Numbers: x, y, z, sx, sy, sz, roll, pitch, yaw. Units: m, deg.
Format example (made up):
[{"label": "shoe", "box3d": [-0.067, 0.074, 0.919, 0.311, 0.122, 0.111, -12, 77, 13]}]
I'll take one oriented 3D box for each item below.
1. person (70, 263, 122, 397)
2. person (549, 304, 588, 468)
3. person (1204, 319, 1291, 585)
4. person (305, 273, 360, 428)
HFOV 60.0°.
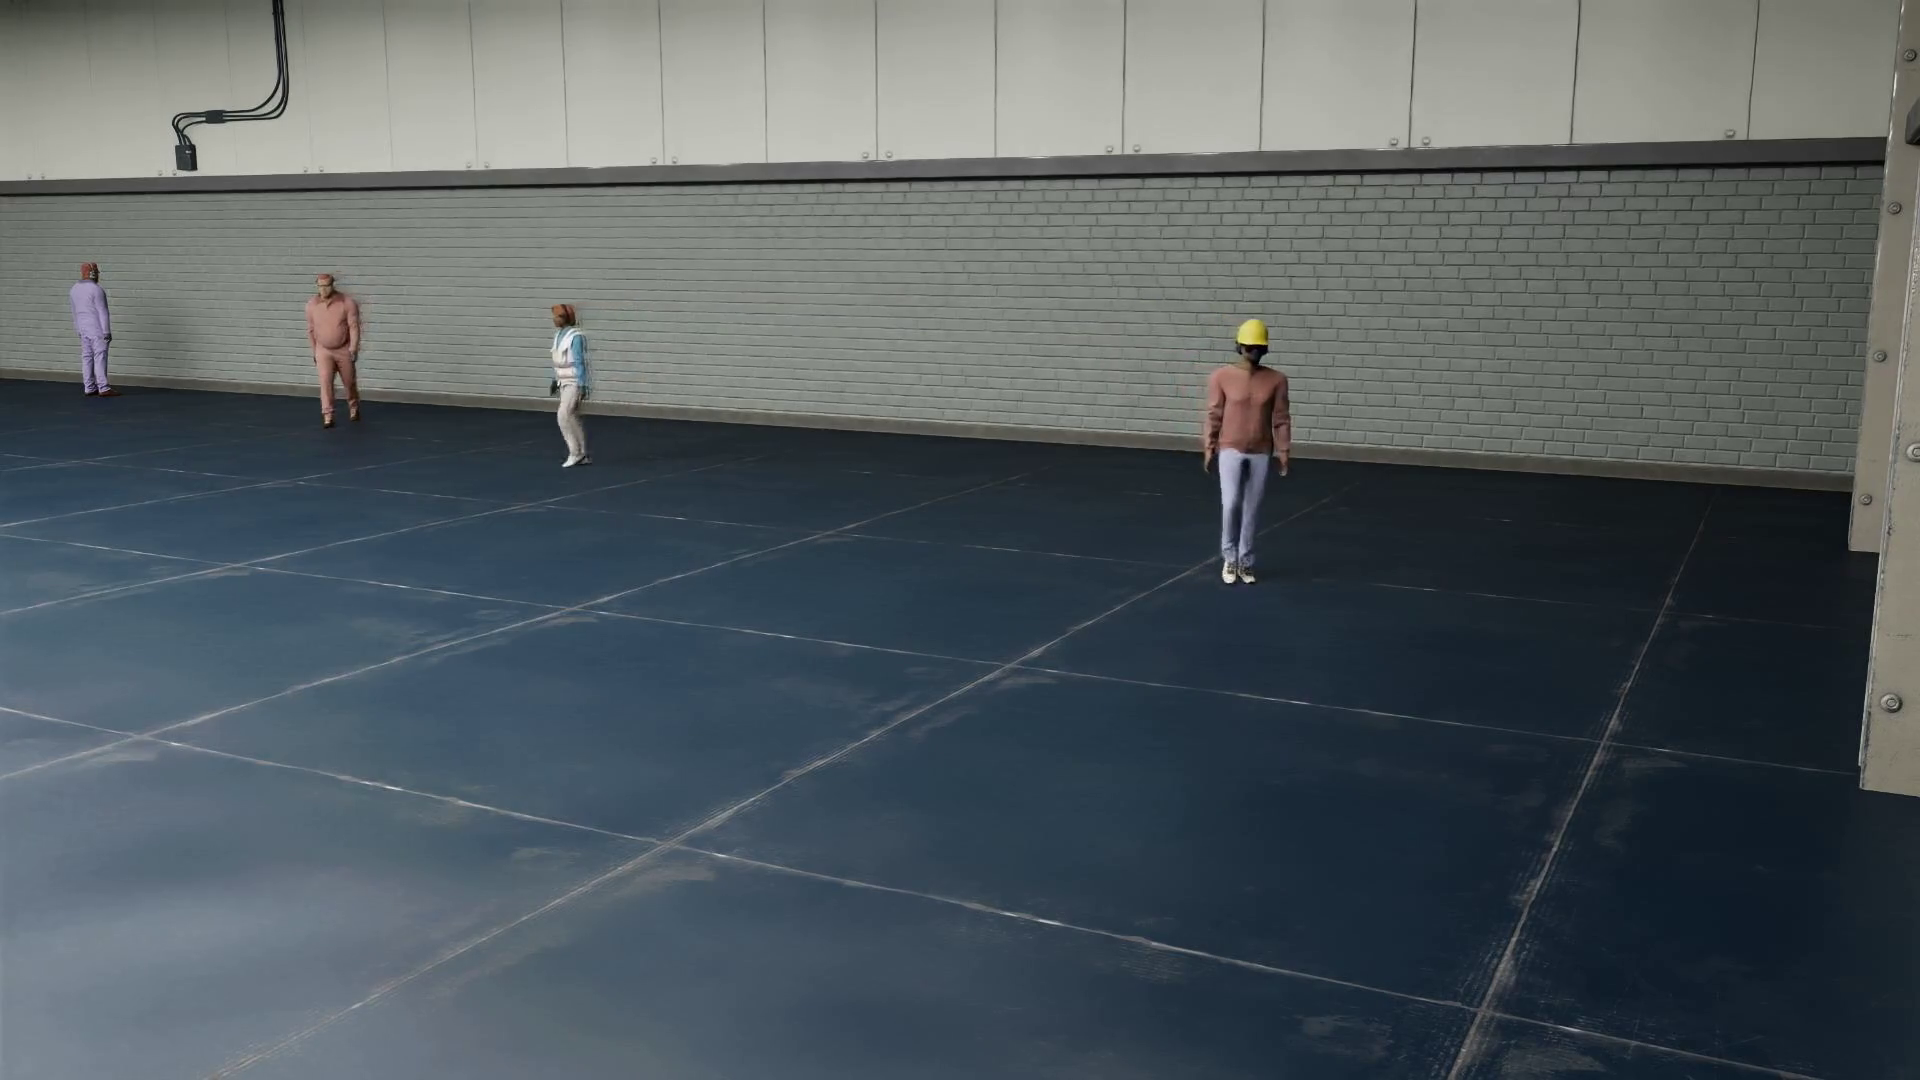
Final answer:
[{"label": "person", "box3d": [-12.363, -3.003, 23.782, 0.652, 1.906, 0.409, 5, 12, 26]}, {"label": "person", "box3d": [-3.892, -1.517, 16.451, 0.490, 1.621, 0.540, -8, 13, -37]}, {"label": "person", "box3d": [1.890, -0.563, 10.884, 0.554, 1.747, 0.481, -1, 10, -3]}, {"label": "person", "box3d": [-7.596, -2.323, 20.230, 0.631, 1.864, 0.984, -2, 11, -12]}]
